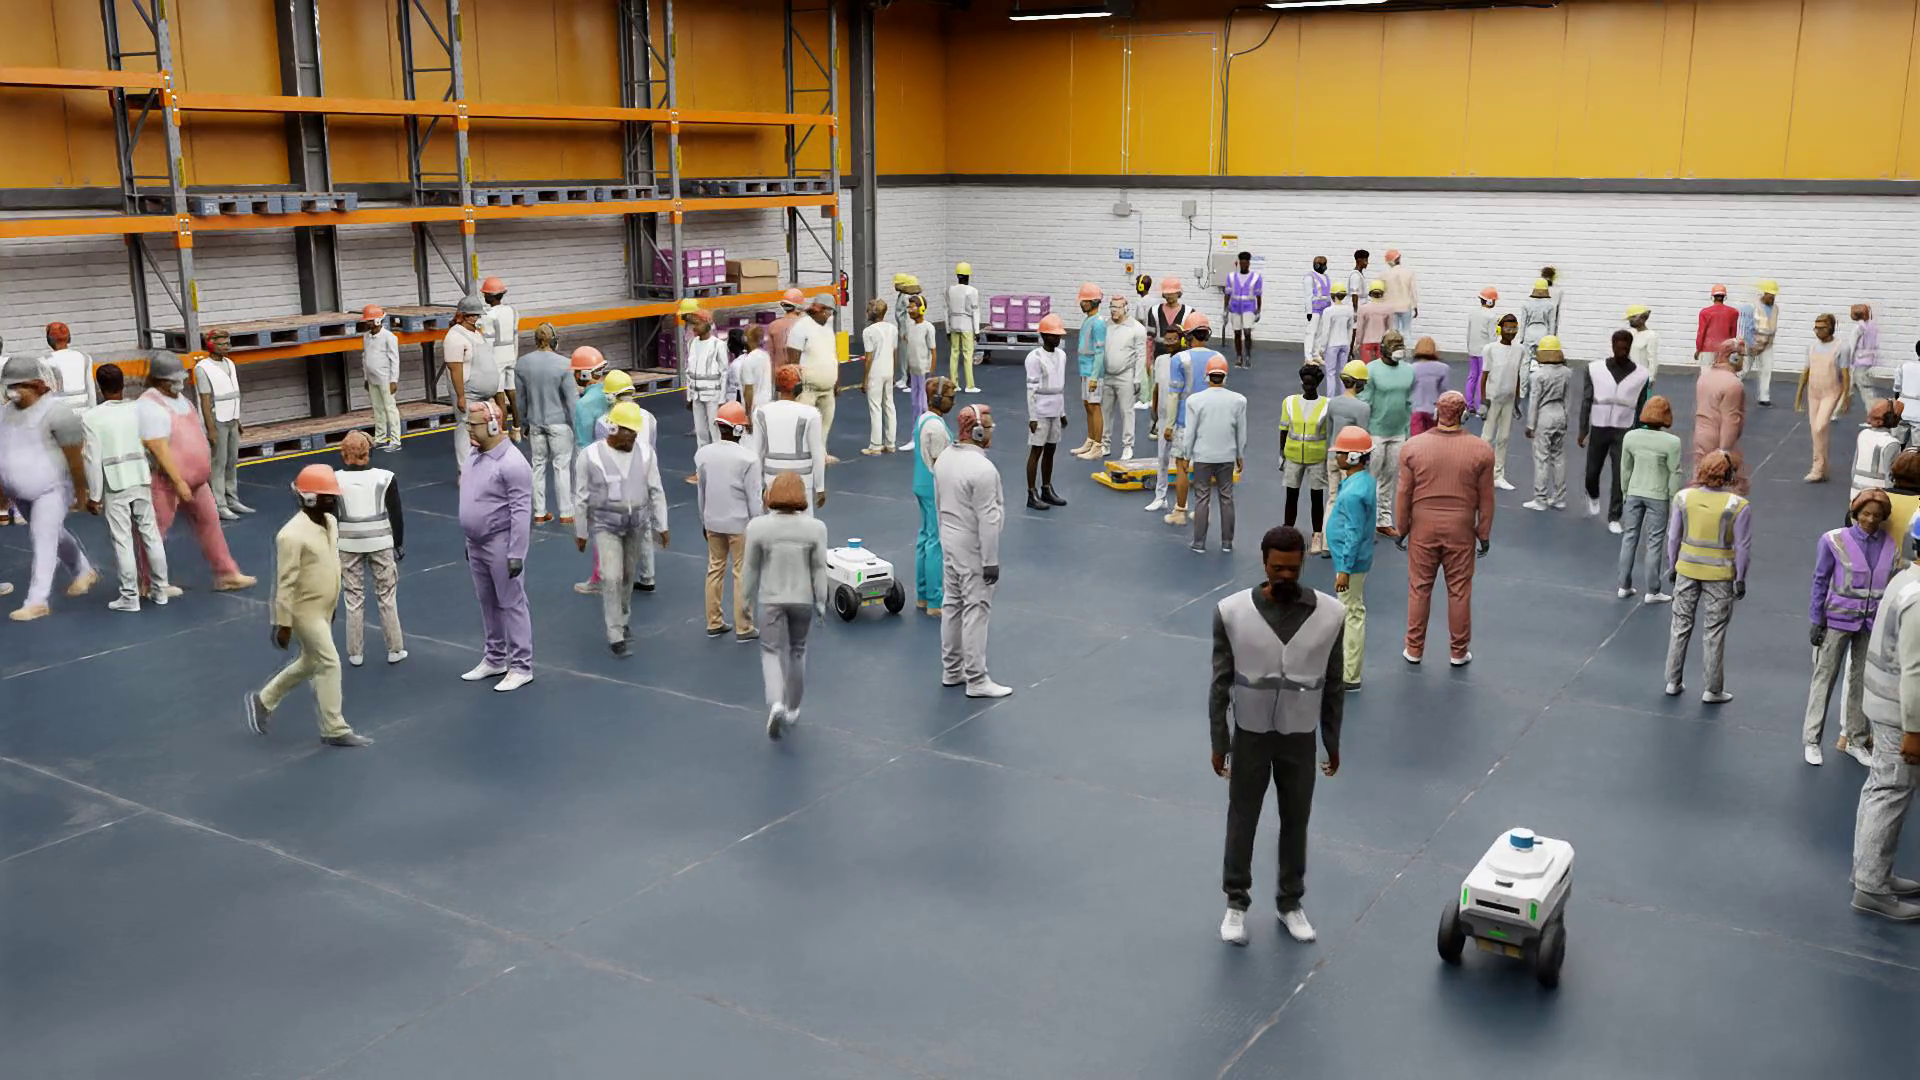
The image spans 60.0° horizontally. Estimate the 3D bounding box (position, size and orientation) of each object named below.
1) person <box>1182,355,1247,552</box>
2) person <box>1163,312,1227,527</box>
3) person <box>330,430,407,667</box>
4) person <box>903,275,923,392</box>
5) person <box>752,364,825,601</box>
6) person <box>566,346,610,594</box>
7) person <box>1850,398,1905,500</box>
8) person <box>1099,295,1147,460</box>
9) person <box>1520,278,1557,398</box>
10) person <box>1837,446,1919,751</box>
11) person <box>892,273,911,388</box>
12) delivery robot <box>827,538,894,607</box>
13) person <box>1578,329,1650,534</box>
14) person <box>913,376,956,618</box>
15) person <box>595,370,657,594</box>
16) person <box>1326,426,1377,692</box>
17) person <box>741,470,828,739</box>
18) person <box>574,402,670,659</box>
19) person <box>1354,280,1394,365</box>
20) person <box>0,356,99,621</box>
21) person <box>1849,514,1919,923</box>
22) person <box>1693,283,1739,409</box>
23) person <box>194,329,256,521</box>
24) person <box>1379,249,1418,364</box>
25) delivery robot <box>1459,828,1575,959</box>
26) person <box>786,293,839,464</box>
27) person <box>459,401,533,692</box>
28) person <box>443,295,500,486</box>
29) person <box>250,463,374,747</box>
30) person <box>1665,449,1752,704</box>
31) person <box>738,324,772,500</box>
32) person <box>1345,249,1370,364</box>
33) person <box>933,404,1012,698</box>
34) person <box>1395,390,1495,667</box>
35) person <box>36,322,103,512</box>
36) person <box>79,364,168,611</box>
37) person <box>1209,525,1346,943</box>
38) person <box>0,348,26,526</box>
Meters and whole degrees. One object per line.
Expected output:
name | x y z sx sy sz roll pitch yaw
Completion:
person | 2.245 -0.763 14.745 0.574 1.749 0.337 -1 13 -6
person | 2.216 -1.138 15.785 0.615 2.028 0.409 -6 14 -25
person | -4.071 0.065 11.405 0.514 1.641 0.307 -3 13 -13
person | -0.686 -3.079 24.844 0.349 1.732 0.484 7 15 29
person | -1.332 -0.434 13.033 0.584 1.882 0.337 4 14 16
person | -2.928 -0.564 13.374 0.407 1.987 0.615 3 13 12
person | 7.105 -0.290 12.942 0.311 1.638 0.521 0 13 -1
person | 1.816 -1.880 19.254 0.642 1.909 0.409 7 15 27
person | 8.375 -2.920 24.146 0.486 1.737 0.320 6 14 24
person | 5.406 0.376 9.611 0.430 1.844 0.626 -6 14 -24
person | -0.873 -3.187 25.284 0.325 1.740 0.492 -3 13 -14
delivery robot | -0.813 0.232 12.851 0.477 0.478 0.707 -8 15 -31
person | 6.164 -1.059 15.725 0.606 1.895 0.772 4 14 17
person | -0.180 -0.327 12.671 0.344 1.839 0.505 -4 14 -17
person | -2.657 -0.434 13.176 0.404 1.824 0.586 9 16 35
person | 2.544 0.121 10.910 0.330 1.751 0.563 4 14 16
person | -1.048 0.395 10.038 0.536 1.607 0.690 -2 13 -9
person | -2.365 -0.080 11.727 0.605 1.773 0.861 -9 15 -33
person | 5.808 -2.759 23.376 0.533 1.767 0.327 -1 13 -2
person | -7.099 -0.477 12.876 0.695 2.000 1.017 4 14 16
person | 4.372 0.781 7.651 0.412 1.941 0.608 6 14 25
person | 10.426 -2.664 22.993 0.566 1.748 0.338 -1 13 -3
person | -7.151 -1.120 16.095 0.377 1.842 0.570 1 13 4
person | 7.392 -3.917 28.038 0.672 1.941 0.598 4 14 18
delivery robot | 2.455 1.509 7.309 0.477 0.478 0.707 8 15 31
person | -1.603 -1.776 18.510 0.534 2.000 0.770 9 16 34
person | -3.076 0.037 10.943 0.644 1.908 0.408 11 17 41
person | -5.183 -1.604 17.762 0.535 2.000 0.679 2 13 7
person | -3.918 0.389 9.845 0.756 1.720 0.583 1 13 3
person | 4.784 0.236 10.663 0.307 1.640 0.521 -12 17 -41
person | -2.149 -1.272 16.833 0.503 1.811 0.544 4 14 18
person | 6.637 -3.882 27.840 0.375 1.958 0.599 4 13 15
person | 0.088 0.066 10.813 0.399 1.910 0.643 -7 15 -28
person | 3.319 -0.075 11.426 0.651 1.906 0.404 4 13 16
person | -8.799 -1.215 16.449 0.352 1.878 0.567 6 14 26
person | -6.428 -0.403 12.834 0.376 1.911 0.597 8 15 32
person | 1.399 0.857 7.387 0.606 1.909 0.391 0 13 1
person | -9.126 -1.050 15.787 0.509 1.845 0.329 1 13 3
